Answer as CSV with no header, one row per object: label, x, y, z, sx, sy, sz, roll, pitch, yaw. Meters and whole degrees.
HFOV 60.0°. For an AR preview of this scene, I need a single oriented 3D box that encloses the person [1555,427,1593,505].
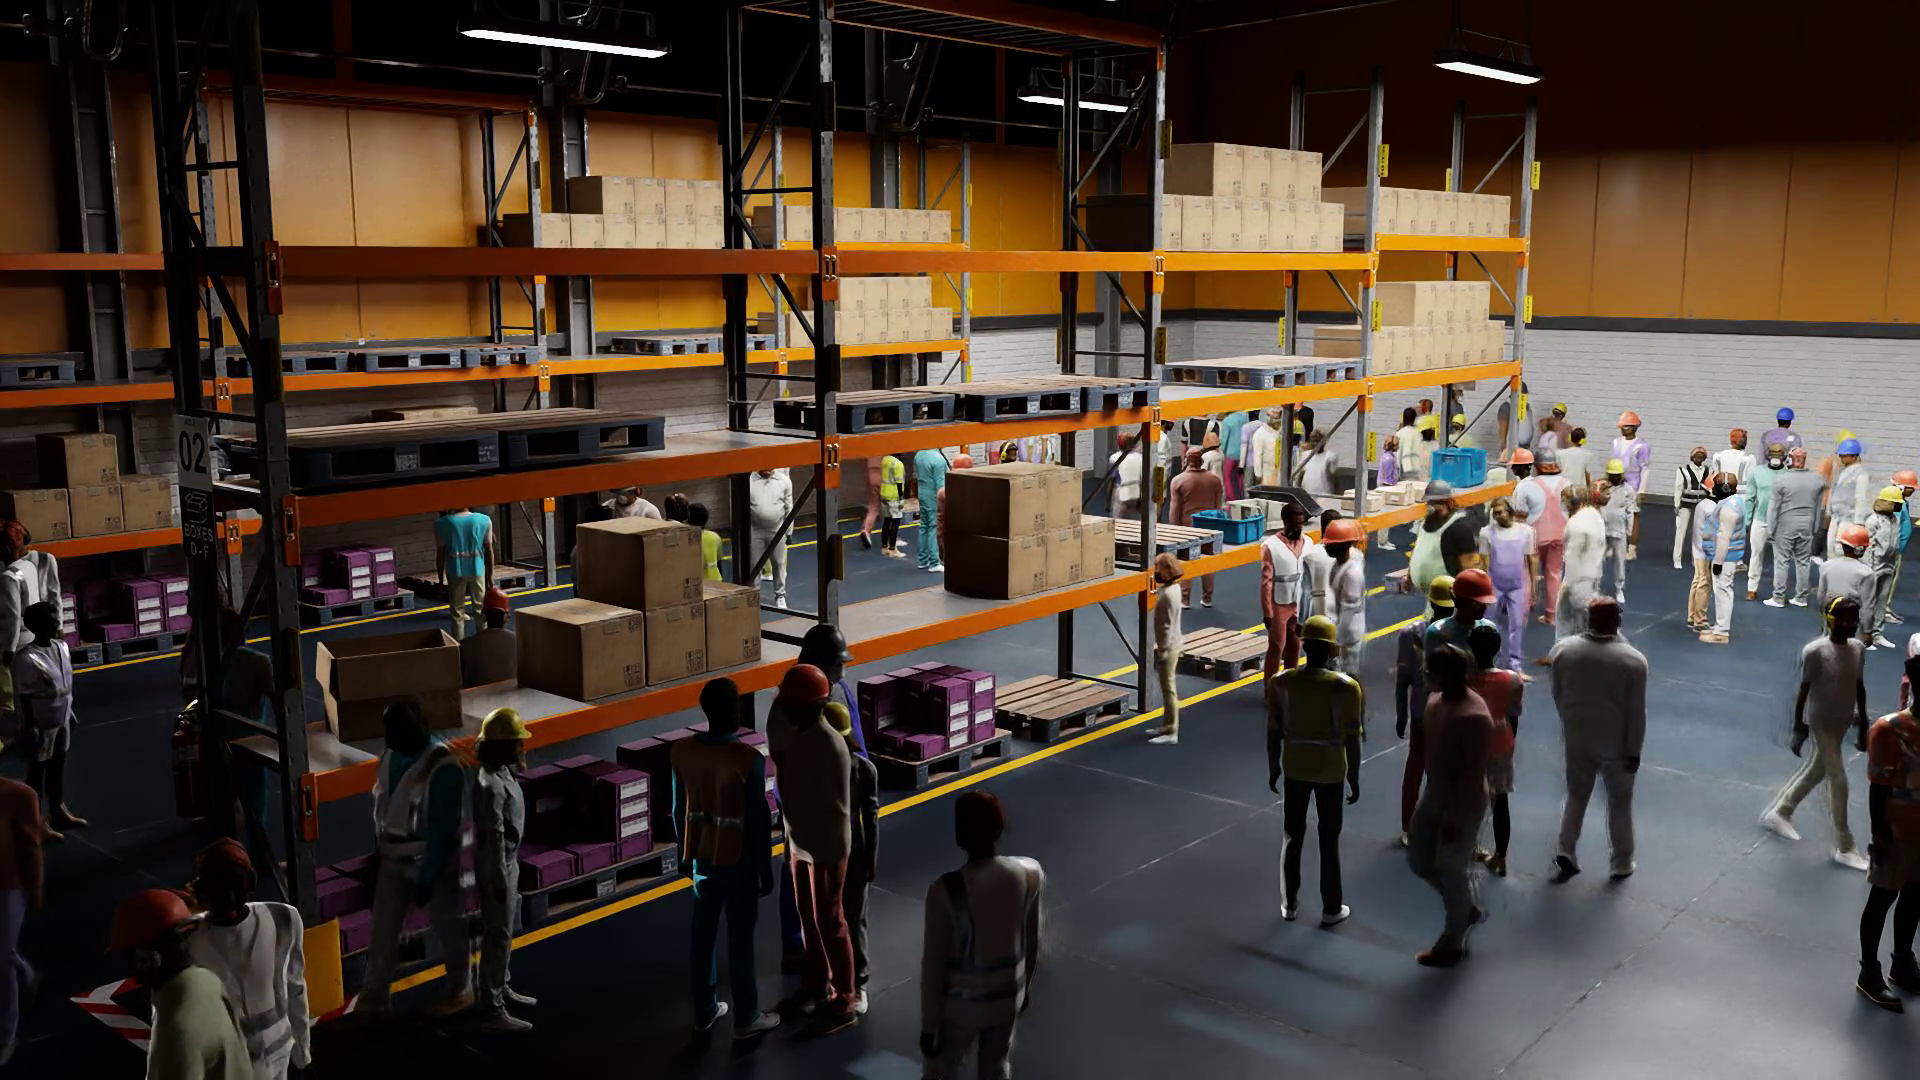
person,8.345,-0.639,22.761,0.543,1.833,0.820,2,10,11

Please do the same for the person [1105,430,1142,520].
person,2.223,-0.535,22.092,0.579,1.832,0.557,-7,12,-35

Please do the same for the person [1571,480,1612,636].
person,6.493,0.279,17.255,0.400,1.836,0.562,4,10,23

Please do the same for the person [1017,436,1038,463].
person,1.029,-1.154,25.780,0.346,1.841,0.547,-3,10,-18

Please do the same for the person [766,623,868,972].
person,-0.778,1.459,9.575,0.535,2.000,0.683,6,11,30

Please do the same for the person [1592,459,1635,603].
person,7.783,-0.108,19.864,0.492,1.732,0.368,3,10,18

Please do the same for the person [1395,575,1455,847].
person,3.320,1.186,11.546,0.596,1.923,0.373,-1,10,-6

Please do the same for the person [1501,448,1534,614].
person,6.474,-0.096,19.207,0.389,1.929,0.547,5,11,28

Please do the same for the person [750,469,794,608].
person,-2.255,-0.111,19.381,0.646,1.901,0.400,-1,10,-8

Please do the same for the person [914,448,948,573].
person,-0.342,-0.526,21.859,0.399,1.899,0.646,-5,11,-29

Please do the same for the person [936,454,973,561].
person,0.045,0.037,18.238,0.614,1.987,0.408,0,10,0

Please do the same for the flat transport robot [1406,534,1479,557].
flat transport robot,6.852,0.106,22.922,1.431,0.197,0.652,-8,12,-39

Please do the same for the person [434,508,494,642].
person,-4.954,0.366,16.670,0.566,1.849,0.387,-4,10,-24

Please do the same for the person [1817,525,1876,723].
person,7.858,0.739,14.721,0.328,1.753,0.560,-3,10,-20

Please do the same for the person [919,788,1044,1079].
person,0.073,1.958,7.069,0.618,1.878,0.421,-5,11,-29

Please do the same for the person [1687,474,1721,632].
person,8.255,0.140,18.306,0.342,1.748,0.572,2,10,11

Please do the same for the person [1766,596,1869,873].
person,5.962,1.262,11.419,0.541,1.831,0.951,-4,10,-21

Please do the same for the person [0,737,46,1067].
person,-4.989,1.774,8.607,0.532,1.746,0.757,0,10,0

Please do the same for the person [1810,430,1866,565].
person,11.604,-0.523,21.952,0.613,1.872,1.019,-3,10,-19

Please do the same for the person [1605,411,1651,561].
person,9.068,-0.731,22.640,0.392,2.045,0.608,-4,10,-24

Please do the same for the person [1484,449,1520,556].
person,7.160,-0.390,21.865,0.509,1.623,0.295,3,10,15

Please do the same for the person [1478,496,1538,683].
person,5.273,0.468,16.161,0.690,1.823,0.391,2,10,12

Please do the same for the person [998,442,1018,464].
person,0.556,-0.282,20.502,0.327,1.865,0.517,2,10,12

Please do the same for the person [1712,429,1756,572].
person,10.177,-0.527,21.900,0.337,1.881,0.583,-8,12,-39

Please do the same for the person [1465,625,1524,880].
person,3.444,1.399,10.961,0.530,1.695,0.321,-2,10,-14

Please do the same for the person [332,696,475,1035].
person,-2.924,1.719,8.710,0.628,1.805,0.867,7,12,36

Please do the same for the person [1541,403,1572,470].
person,9.828,-1.386,27.422,0.532,1.756,0.337,8,12,39

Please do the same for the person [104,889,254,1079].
person,-2.605,2.162,5.755,1.015,1.926,0.729,-4,10,-25

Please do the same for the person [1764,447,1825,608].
person,9.802,-0.146,19.598,0.636,1.899,0.401,0,10,-3

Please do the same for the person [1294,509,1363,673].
person,3.244,0.682,14.629,0.598,1.907,0.409,-3,10,-15

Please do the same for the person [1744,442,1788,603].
person,9.693,-0.208,19.870,0.630,1.931,0.376,6,11,30

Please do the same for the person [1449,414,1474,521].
person,7.543,-1.031,25.255,0.523,1.769,0.320,7,12,34

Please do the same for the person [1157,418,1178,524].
person,2.985,-0.961,24.374,0.389,1.925,0.549,1,10,4

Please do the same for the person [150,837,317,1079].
person,-2.801,2.062,6.447,0.584,1.879,0.337,-8,12,-39

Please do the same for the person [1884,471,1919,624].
person,10.549,0.078,18.723,0.352,1.738,0.573,5,11,28

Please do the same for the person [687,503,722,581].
person,-2.542,0.476,16.499,0.331,1.693,0.570,6,11,32

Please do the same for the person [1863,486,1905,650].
person,9.686,0.292,17.463,0.483,1.737,0.321,-5,11,-25

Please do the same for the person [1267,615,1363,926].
person,2.177,1.411,10.225,0.584,1.918,0.383,4,10,23

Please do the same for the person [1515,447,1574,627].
person,6.491,-0.046,18.557,0.694,2.000,0.535,0,10,-3

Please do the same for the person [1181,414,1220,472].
person,3.686,-1.190,25.444,0.611,2.030,0.410,5,11,27

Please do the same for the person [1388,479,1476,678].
person,4.588,0.369,16.085,0.998,2.000,0.685,-2,10,-13
